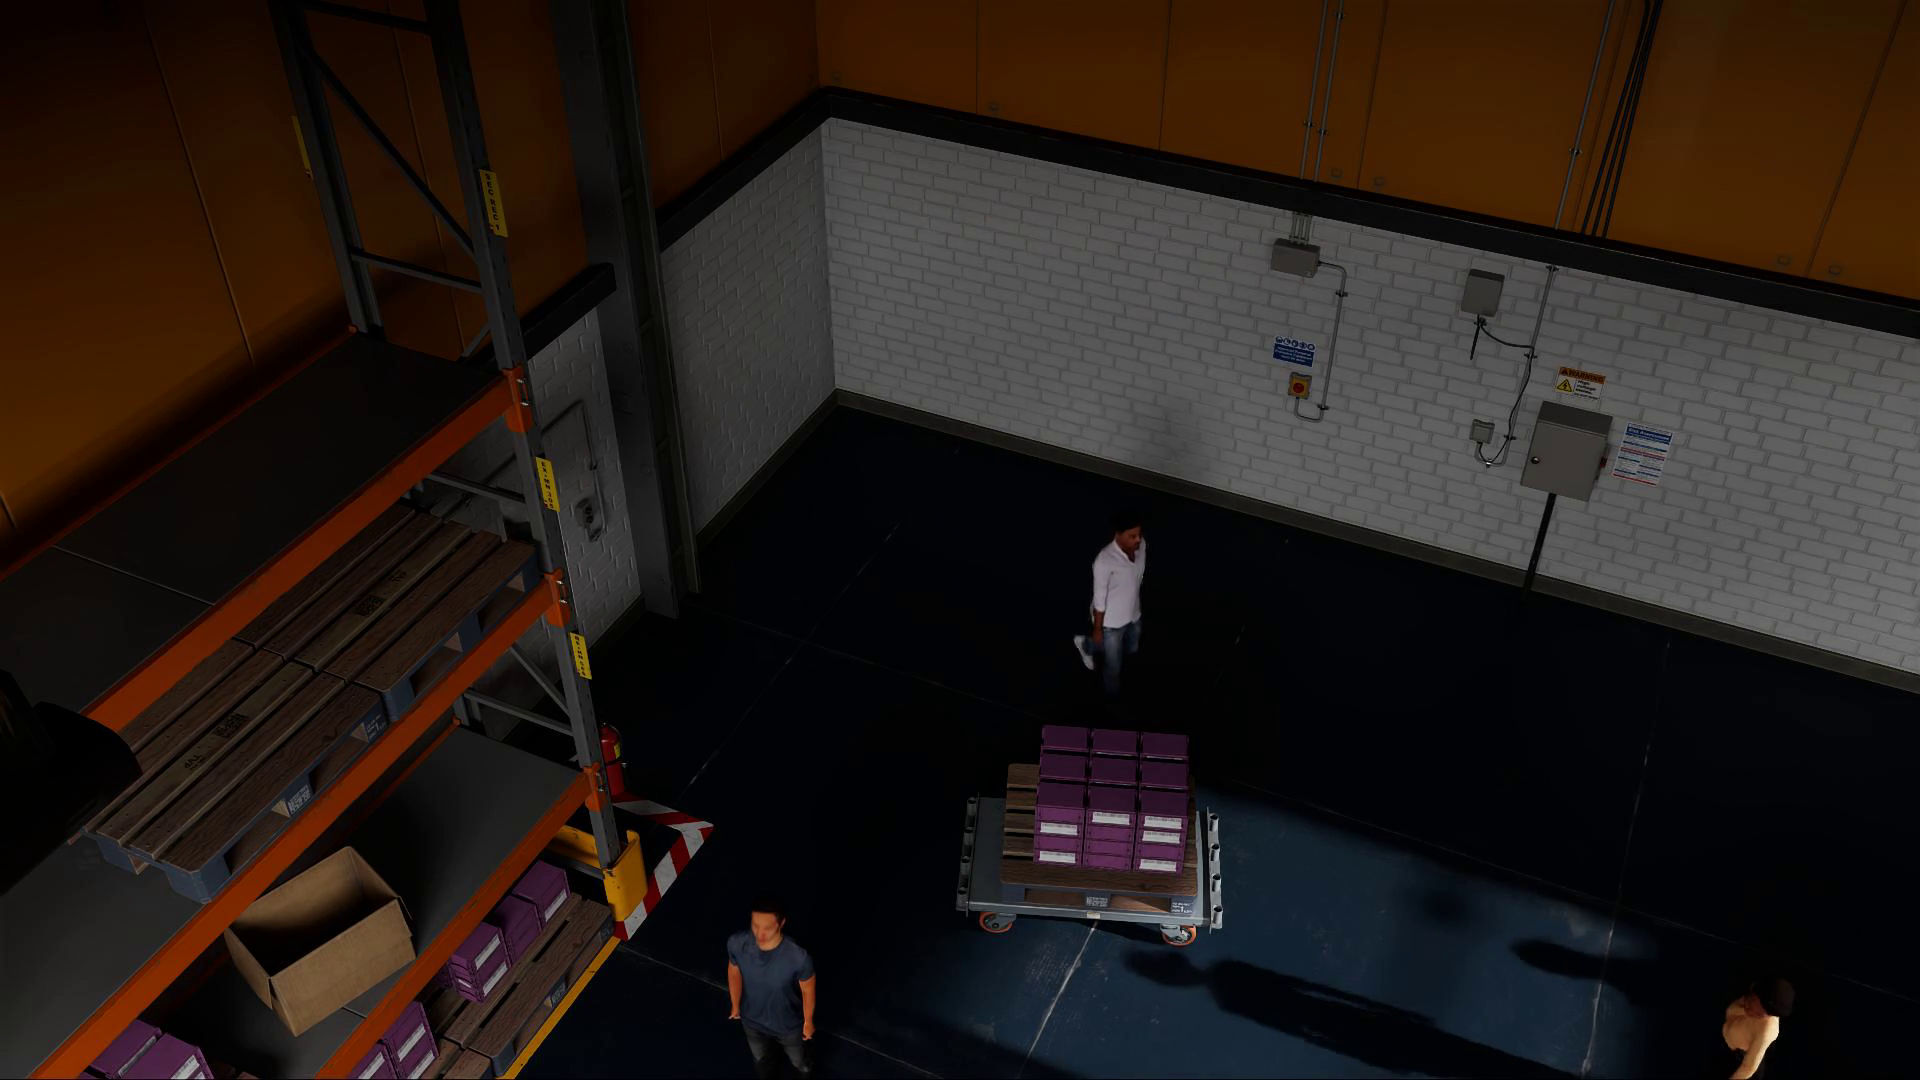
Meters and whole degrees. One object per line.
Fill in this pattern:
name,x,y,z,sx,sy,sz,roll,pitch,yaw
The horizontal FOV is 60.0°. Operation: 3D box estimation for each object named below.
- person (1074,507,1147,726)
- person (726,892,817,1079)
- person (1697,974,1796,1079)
person,1.045,0.462,11.674,1.010,1.796,0.927,-30,47,-32
person,-1.005,2.547,9.053,0.686,1.811,0.604,9,39,11
person,4.197,2.788,8.897,0.777,1.627,0.474,22,44,25
